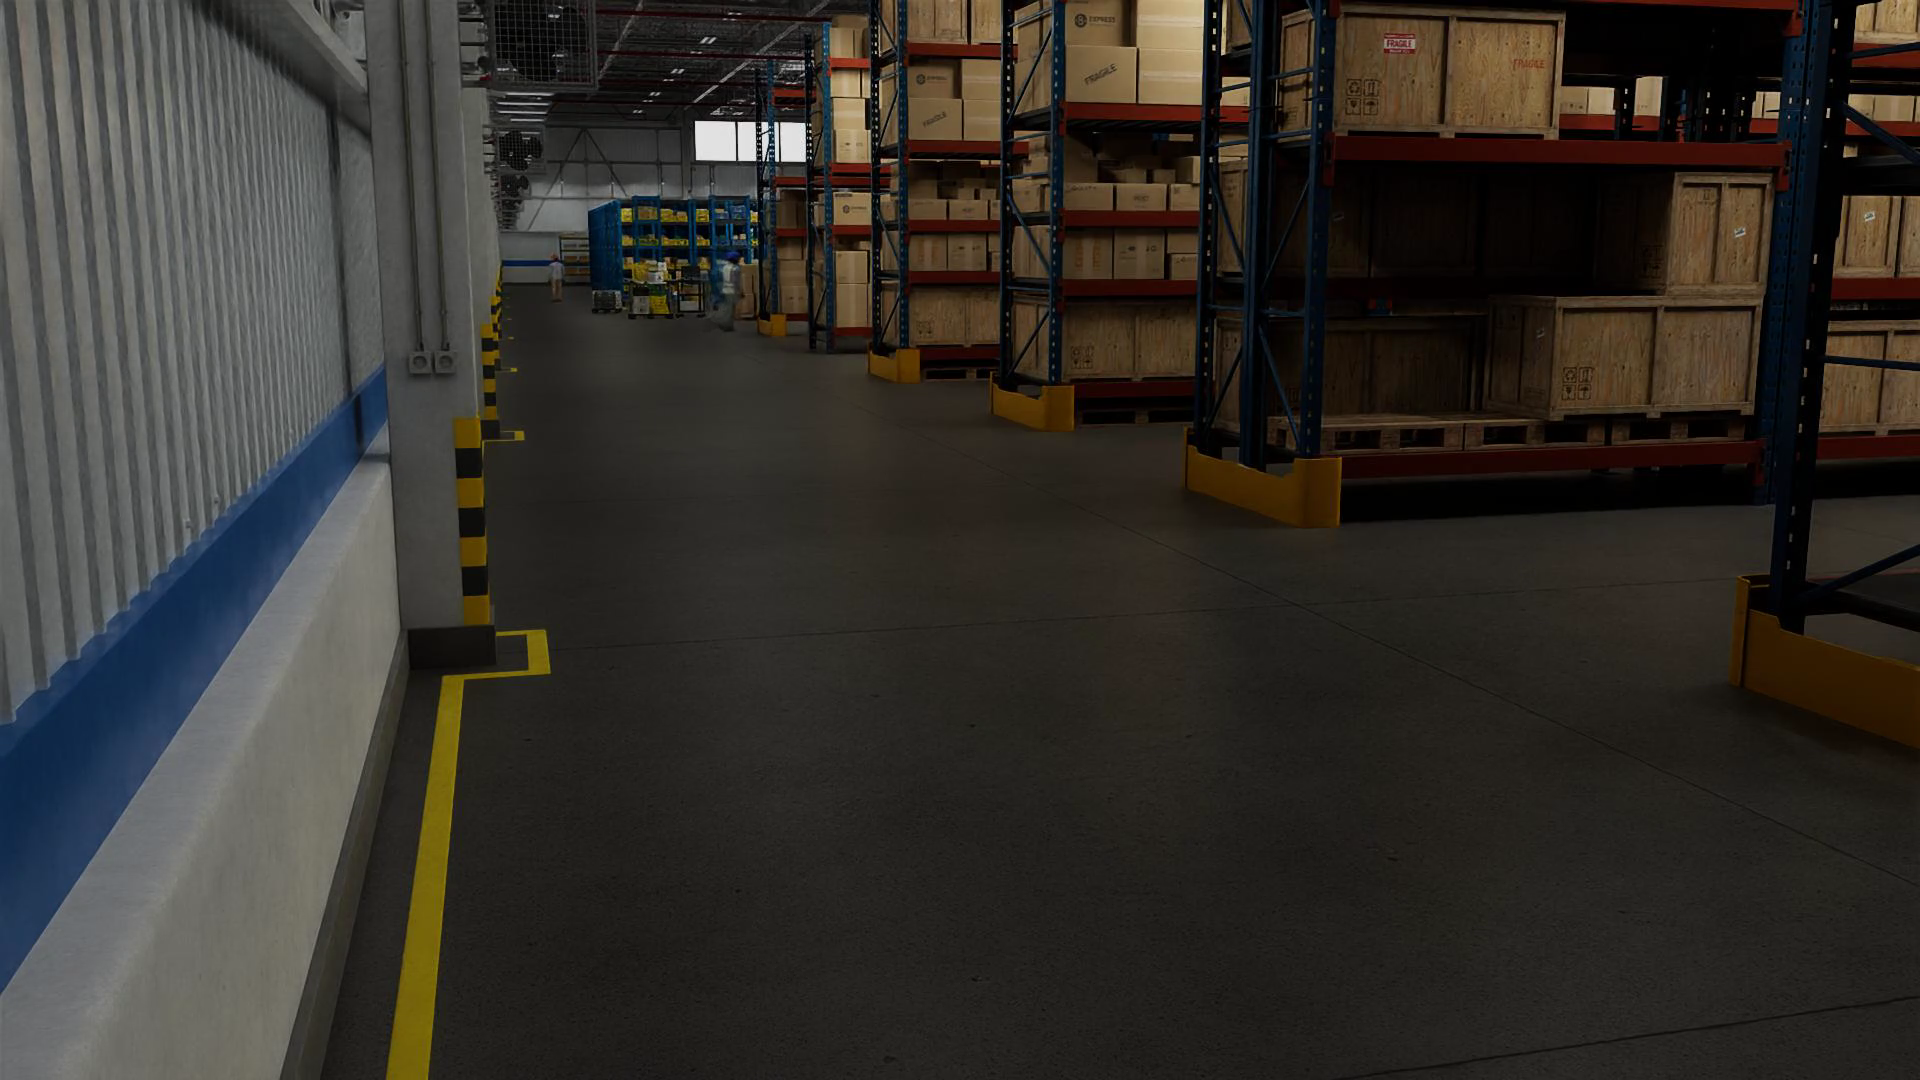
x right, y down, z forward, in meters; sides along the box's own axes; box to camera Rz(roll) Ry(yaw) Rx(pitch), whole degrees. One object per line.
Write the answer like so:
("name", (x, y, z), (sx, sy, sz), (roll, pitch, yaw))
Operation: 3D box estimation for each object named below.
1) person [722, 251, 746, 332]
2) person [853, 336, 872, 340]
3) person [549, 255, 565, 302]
("person", (-5.358, -5.909, 39.577), (0.689, 1.909, 0.594), (-8, 13, -38))
("person", (-2.133, -5.299, 35.941), (0.638, 1.973, 0.627), (-4, 11, -21))
("person", (-14.724, -9.574, 60.868), (0.608, 1.721, 0.600), (-6, 12, -31))
